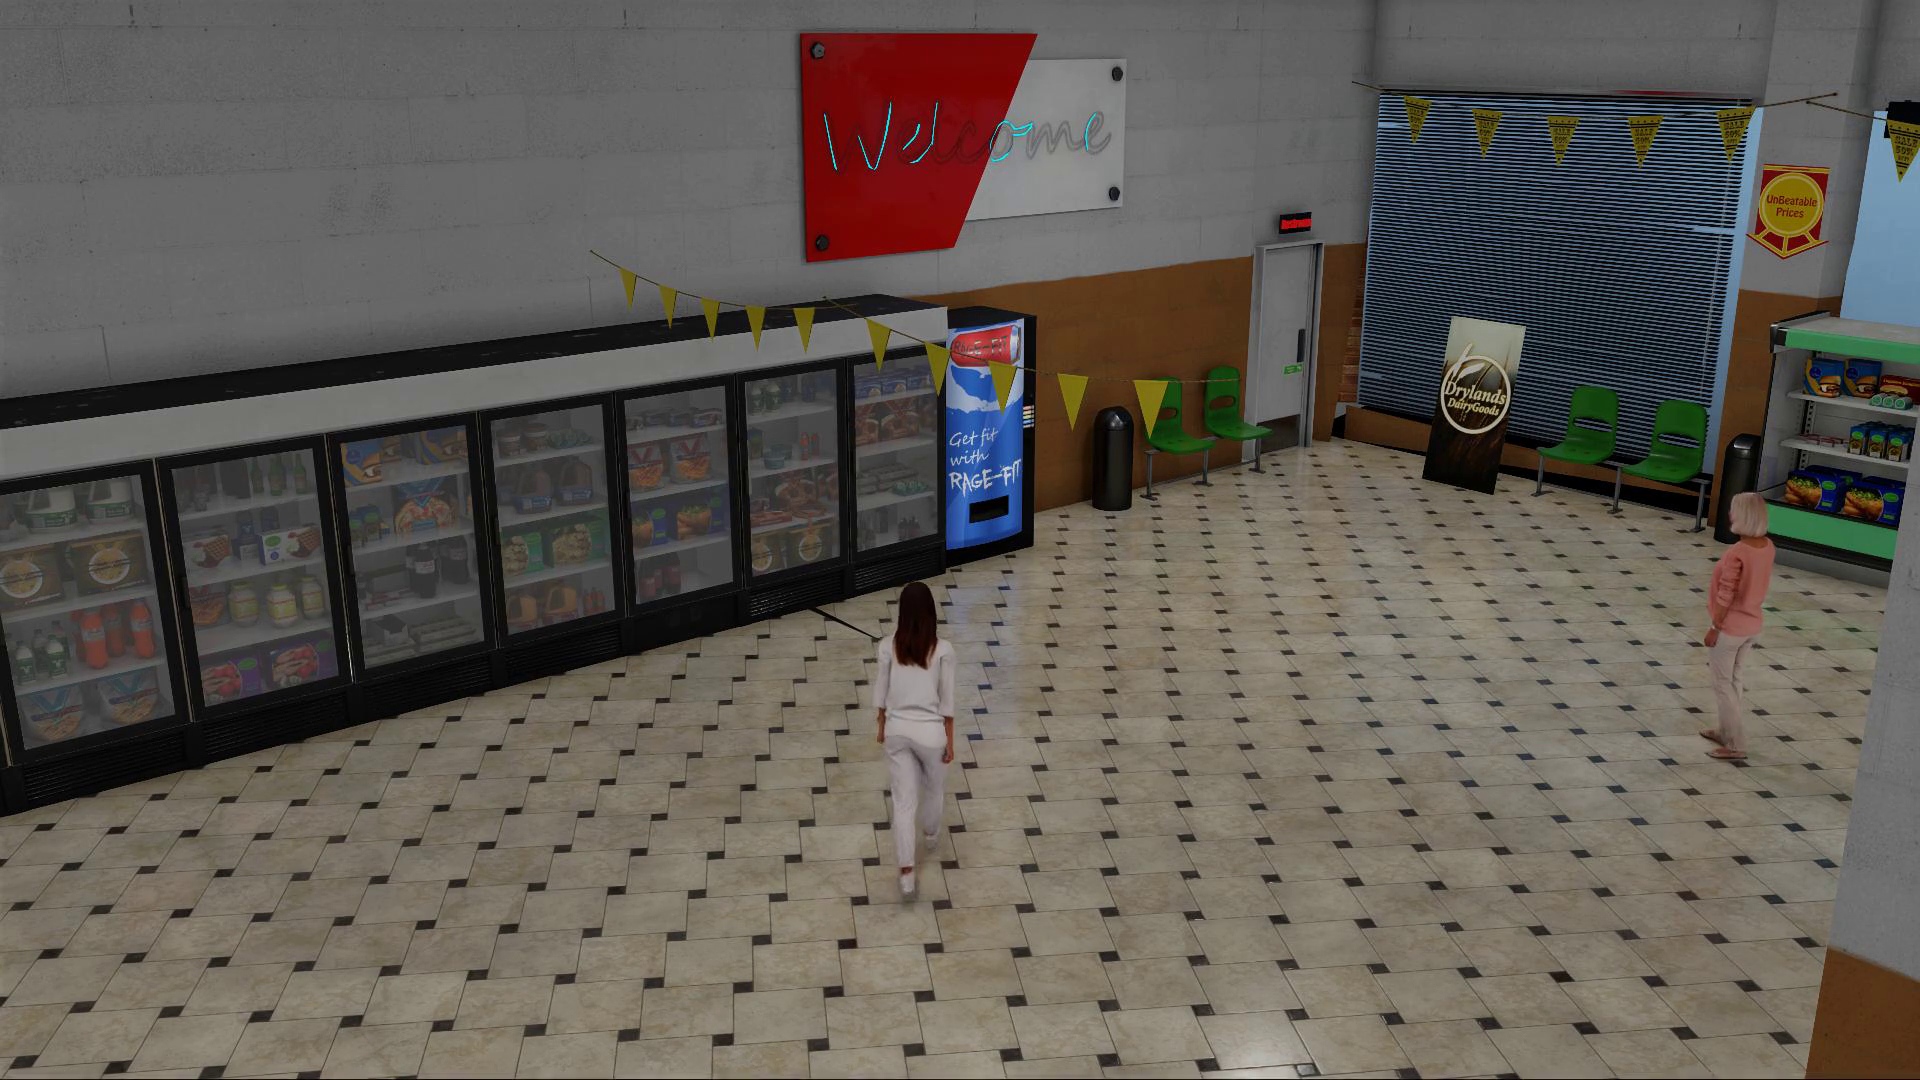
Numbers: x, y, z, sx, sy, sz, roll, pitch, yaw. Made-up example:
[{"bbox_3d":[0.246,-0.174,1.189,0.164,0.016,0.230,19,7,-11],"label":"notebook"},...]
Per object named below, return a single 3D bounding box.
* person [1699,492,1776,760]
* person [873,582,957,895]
[{"bbox_3d":[4.896,0.566,10.489,0.651,1.661,0.721,-9,19,-28],"label":"person"},{"bbox_3d":[-0.237,1.076,8.834,1.106,1.647,1.149,2,17,6],"label":"person"}]
